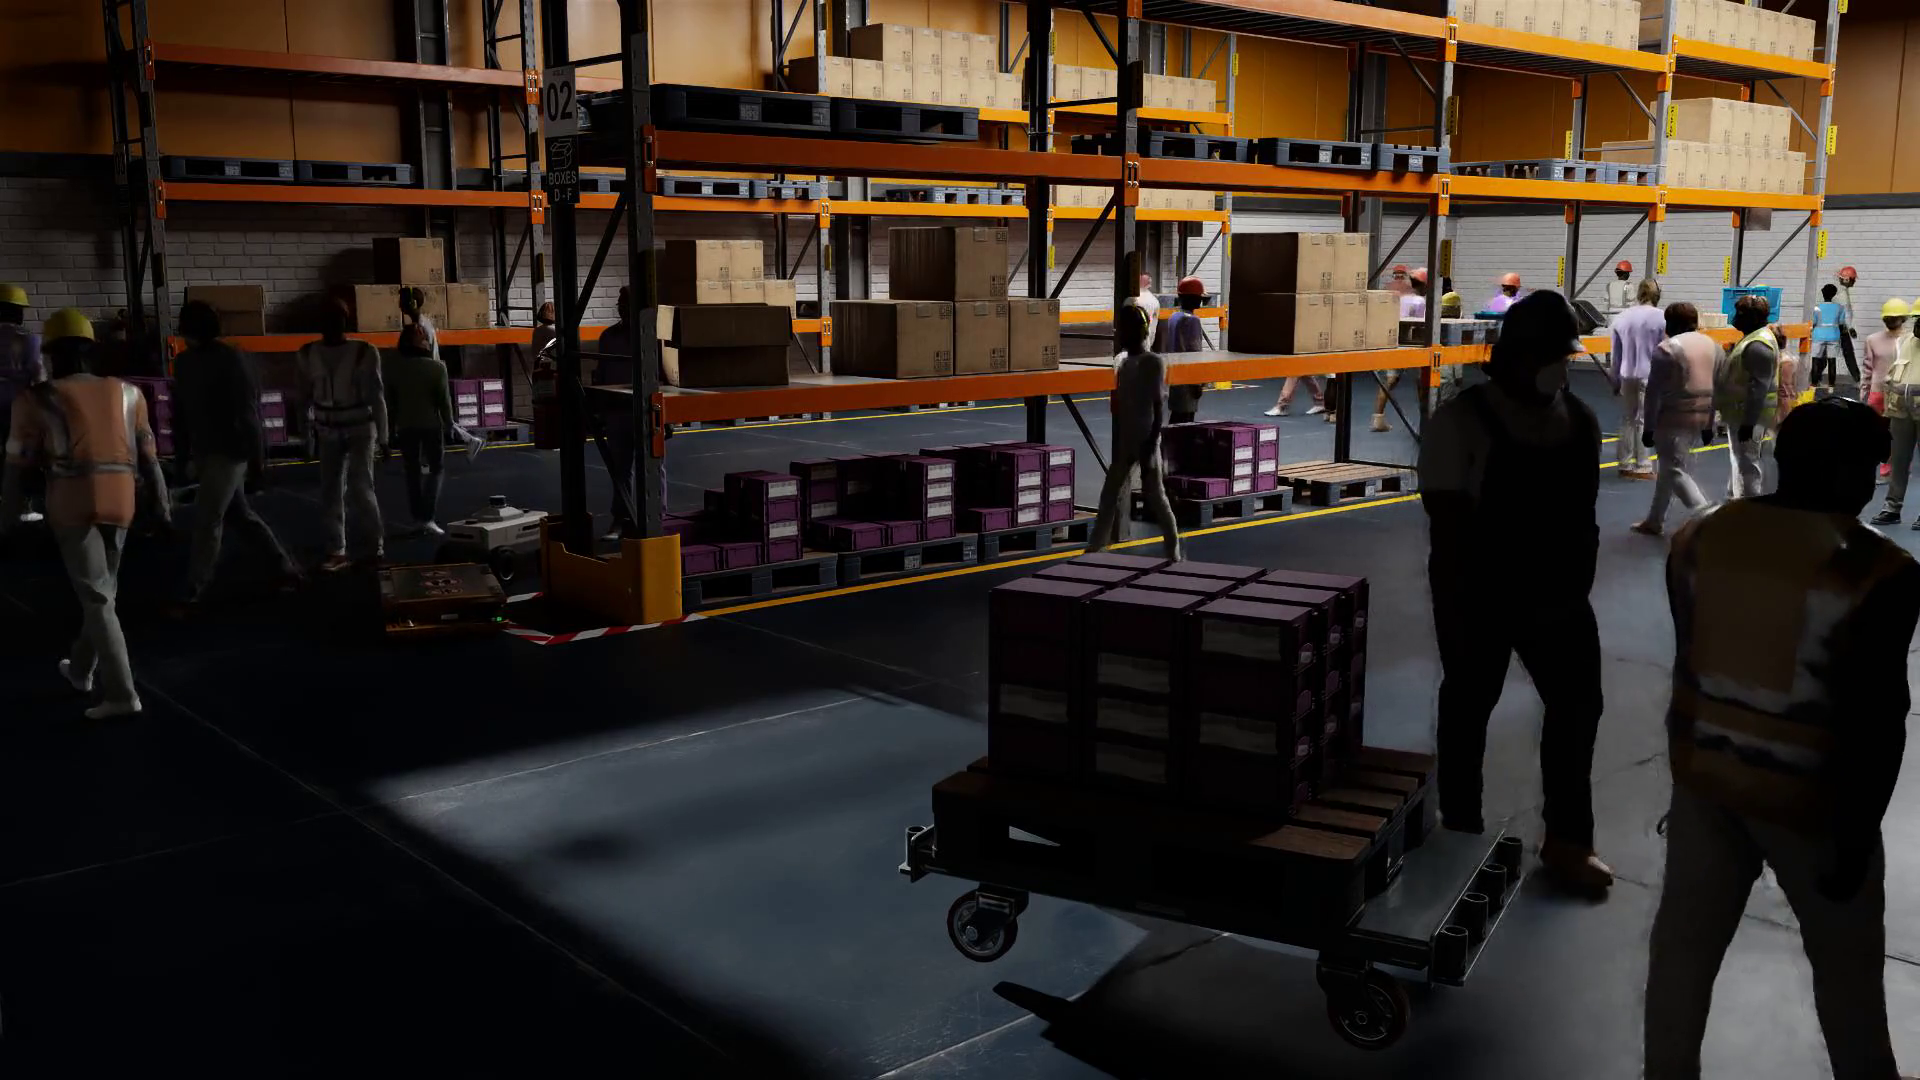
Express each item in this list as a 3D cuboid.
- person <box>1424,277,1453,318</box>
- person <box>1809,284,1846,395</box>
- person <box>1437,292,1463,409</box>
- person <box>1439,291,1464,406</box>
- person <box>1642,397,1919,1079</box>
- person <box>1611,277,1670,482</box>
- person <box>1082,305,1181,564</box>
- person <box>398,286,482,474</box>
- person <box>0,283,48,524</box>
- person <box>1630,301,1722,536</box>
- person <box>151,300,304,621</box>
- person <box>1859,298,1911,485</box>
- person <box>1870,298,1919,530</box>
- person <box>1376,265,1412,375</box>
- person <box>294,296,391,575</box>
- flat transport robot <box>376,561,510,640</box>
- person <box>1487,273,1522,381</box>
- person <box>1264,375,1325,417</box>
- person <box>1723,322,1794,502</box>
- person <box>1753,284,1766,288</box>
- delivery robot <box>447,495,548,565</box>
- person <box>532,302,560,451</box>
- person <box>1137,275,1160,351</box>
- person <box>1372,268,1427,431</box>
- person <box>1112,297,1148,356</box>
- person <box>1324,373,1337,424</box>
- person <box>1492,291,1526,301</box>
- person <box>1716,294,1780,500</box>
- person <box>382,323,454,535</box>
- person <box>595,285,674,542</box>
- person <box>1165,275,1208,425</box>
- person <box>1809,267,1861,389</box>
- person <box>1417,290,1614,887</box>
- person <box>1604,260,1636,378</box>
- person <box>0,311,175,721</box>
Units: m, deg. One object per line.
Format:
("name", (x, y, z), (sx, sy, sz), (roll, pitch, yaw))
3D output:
("person", (5.444, -2.078, 19.063), (0.392, 1.919, 0.592), (2, 10, 12))
("person", (13.279, -3.071, 25.529), (0.535, 1.697, 0.318), (2, 10, 10))
("person", (5.264, -1.809, 18.025), (0.317, 1.738, 0.485), (-5, 11, -28))
("person", (6.953, -2.722, 23.646), (0.511, 1.641, 0.309), (-8, 13, -39))
("person", (1.965, 0.570, 3.894), (0.869, 1.801, 0.641), (-6, 11, -30))
("person", (6.459, -1.516, 15.736), (0.366, 1.940, 0.637), (-7, 12, -34))
("person", (1.103, -0.606, 10.771), (0.986, 1.805, 0.541), (-7, 12, -36))
("person", (-5.119, -1.561, 16.266), (0.691, 1.846, 0.539), (-3, 10, -16))
("person", (-7.526, -1.082, 13.245), (0.603, 1.908, 0.413), (1, 10, 6))
("person", (5.375, -0.868, 12.335), (0.638, 1.804, 0.904), (-5, 11, -26))
("person", (-4.405, -0.500, 9.968), (0.639, 1.887, 1.013), (7, 12, 34))
("person", (8.758, -1.399, 15.612), (0.621, 1.747, 0.524), (-8, 12, -38))
("person", (7.477, -0.995, 12.970), (0.403, 1.835, 0.588), (-6, 11, -31))
("person", (7.770, -3.938, 29.818), (0.801, 1.966, 0.594), (2, 10, 11))
("person", (-4.098, -0.688, 11.099), (0.651, 1.860, 0.462), (1, 10, 3))
("flat transport robot", (-3.064, 0.329, 9.784), (0.652, 0.197, 1.431), (-4, 10, -21))
("person", (7.514, -2.691, 22.735), (0.970, 1.882, 0.579), (-3, 10, -15))
("person", (4.512, -2.569, 22.161), (1.024, 1.857, 0.653), (-3, 10, -19))
("person", (6.683, -0.987, 13.623), (0.853, 1.601, 0.516), (-1, 10, -4))
("person", (10.079, -2.359, 21.164), (0.329, 1.765, 0.526), (4, 10, 21))
("delivery robot", (-3.018, -0.049, 10.895), (0.477, 0.478, 0.707), (4, 11, 24))
("person", (-4.493, -1.790, 18.237), (0.497, 1.629, 0.277), (8, 13, 40))
("person", (2.503, -2.883, 23.966), (0.751, 1.864, 0.396), (-5, 11, -28))
("person", (5.479, -2.287, 20.106), (1.067, 1.966, 0.715), (-3, 10, -19))
("person", (2.306, -2.546, 22.635), (0.508, 1.632, 0.272), (4, 10, 21))
("person", (4.806, -2.331, 21.186), (0.318, 1.699, 0.532), (0, 10, -1))
("person", (8.951, -3.429, 27.225), (0.606, 1.828, 0.429), (-1, 10, -3))
("person", (5.860, -0.907, 12.433), (0.429, 1.842, 0.634), (4, 10, 21))
("person", (-4.108, -0.832, 12.634), (0.507, 1.621, 0.397), (0, 10, -3))
("person", (-2.419, -0.927, 12.360), (0.639, 1.910, 0.407), (2, 10, 13))
("person", (2.175, -1.556, 15.949), (0.375, 1.939, 0.546), (-3, 10, -19))
("person", (14.190, -3.383, 26.631), (0.979, 1.943, 0.623), (6, 11, 30))
("person", (1.908, 0.162, 5.589), (0.687, 2.000, 0.743), (-2, 10, -11))
("person", (11.433, -3.802, 28.790), (0.378, 2.045, 0.605), (-6, 11, -32))
("person", (-4.112, -0.121, 7.757), (0.987, 1.859, 0.696), (7, 12, 34))
